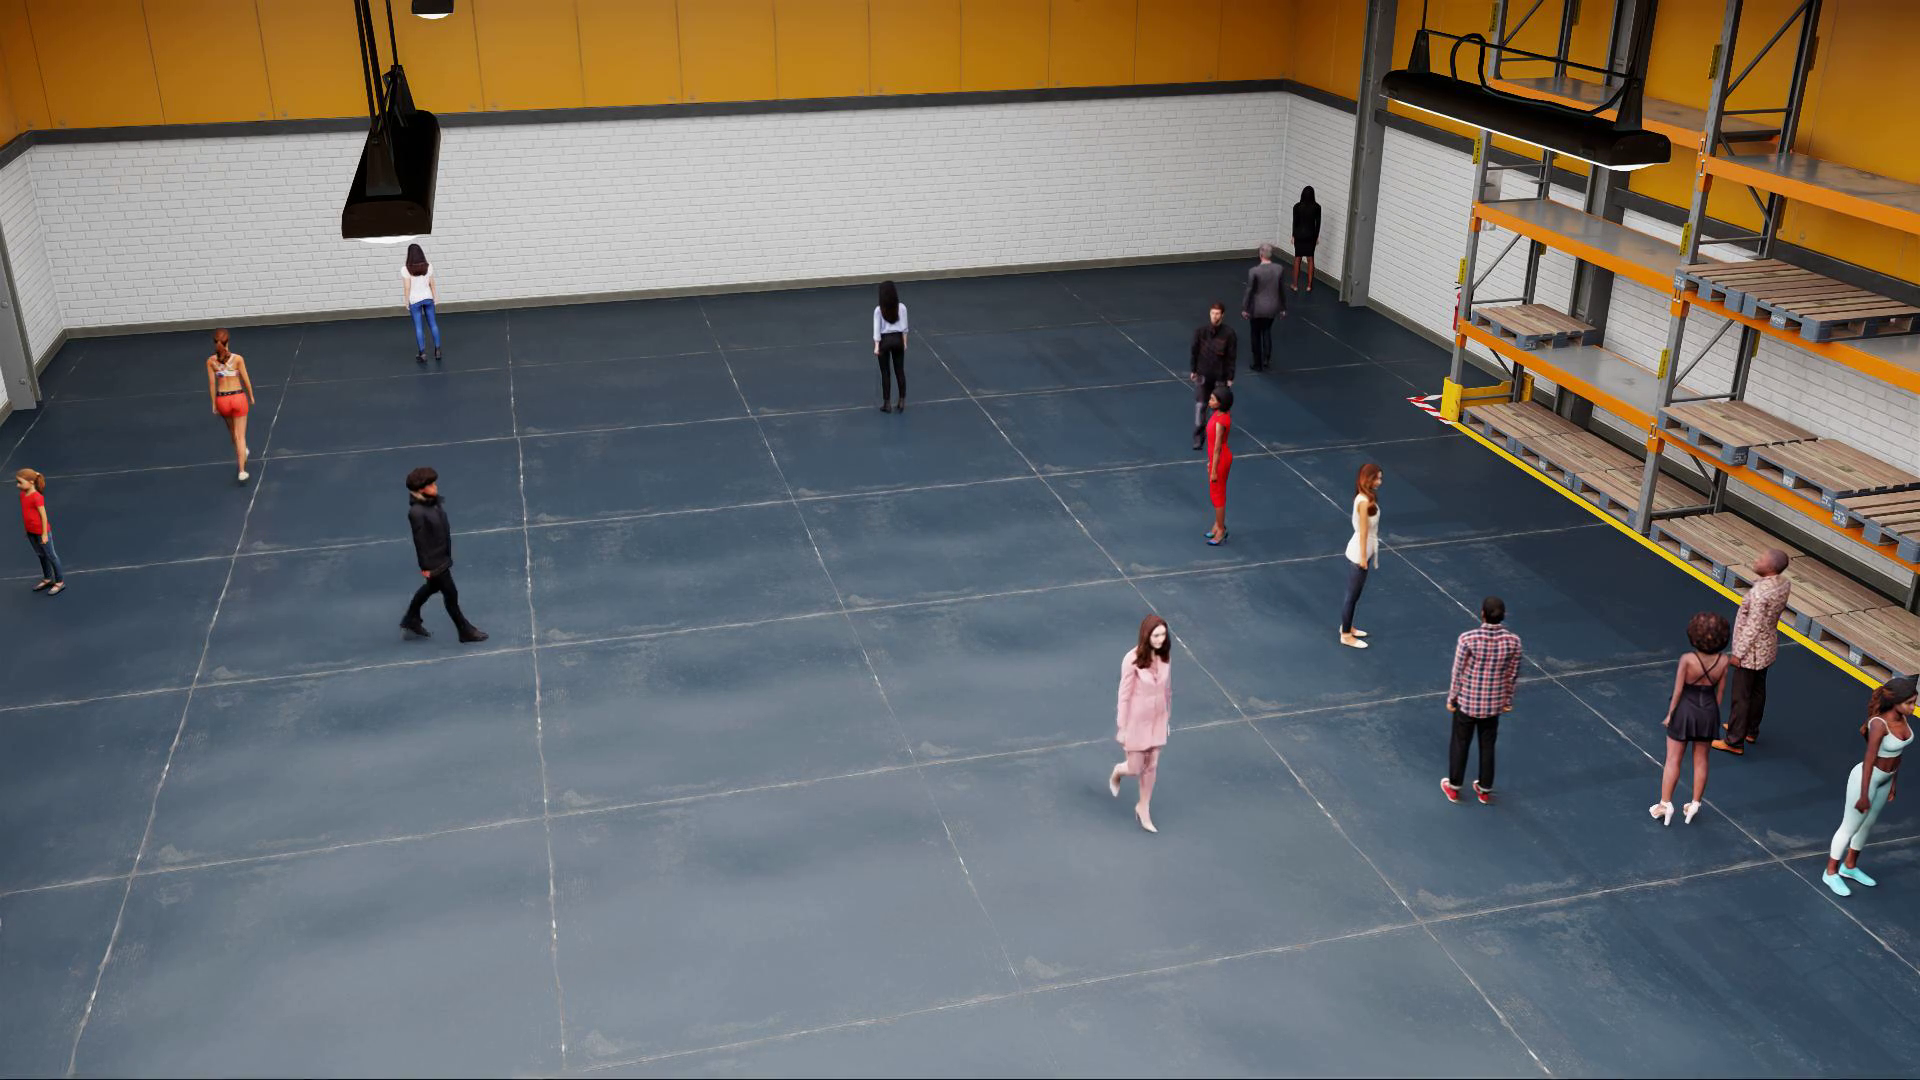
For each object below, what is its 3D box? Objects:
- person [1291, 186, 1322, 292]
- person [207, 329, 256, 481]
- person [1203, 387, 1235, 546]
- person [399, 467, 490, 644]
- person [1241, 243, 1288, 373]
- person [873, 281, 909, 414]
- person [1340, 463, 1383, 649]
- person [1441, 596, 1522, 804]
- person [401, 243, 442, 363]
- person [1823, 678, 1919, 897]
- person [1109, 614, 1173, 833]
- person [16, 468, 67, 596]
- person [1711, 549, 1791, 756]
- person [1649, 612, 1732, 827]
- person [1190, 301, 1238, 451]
[{"bbox_3d":[5.648,-4.942,27.195,0.676,1.719,0.632,2,24,5],"label":"person"},{"bbox_3d":[-8.473,-1.536,19.375,0.592,1.742,1.135,-6,24,-13],"label":"person"},{"bbox_3d":[2.755,-0.796,17.683,0.683,1.741,0.559,3,24,6],"label":"person"},{"bbox_3d":[-4.970,0.152,15.499,0.937,1.752,1.124,2,24,4],"label":"person"},{"bbox_3d":[4.241,-3.187,23.061,0.768,1.814,0.613,-6,24,-13],"label":"person"},{"bbox_3d":[-0.897,-2.513,21.604,0.677,1.746,0.594,-10,25,-21],"label":"person"},{"bbox_3d":[3.722,0.124,15.524,0.736,1.784,0.635,8,25,17],"label":"person"},{"bbox_3d":[4.056,1.244,12.993,0.723,1.759,0.664,-1,24,-3],"label":"person"},{"bbox_3d":[-7.658,-3.370,23.640,0.670,1.684,0.642,-16,28,-32],"label":"person"},{"bbox_3d":[6.523,1.744,11.894,0.615,1.724,0.613,-14,27,-30],"label":"person"},{"bbox_3d":[1.361,1.360,12.689,0.713,1.790,0.862,-11,26,-23],"label":"person"},{"bbox_3d":[-9.209,-0.104,16.637,0.572,1.311,0.632,13,27,27],"label":"person"},{"bbox_3d":[6.559,0.902,13.717,0.776,1.806,0.750,-19,30,-37],"label":"person"},{"bbox_3d":[5.591,1.367,12.674,0.606,1.790,0.610,0,24,0],"label":"person"},{"bbox_3d":[3.135,-2.049,20.469,1.121,1.805,1.281,7,25,16],"label":"person"}]
